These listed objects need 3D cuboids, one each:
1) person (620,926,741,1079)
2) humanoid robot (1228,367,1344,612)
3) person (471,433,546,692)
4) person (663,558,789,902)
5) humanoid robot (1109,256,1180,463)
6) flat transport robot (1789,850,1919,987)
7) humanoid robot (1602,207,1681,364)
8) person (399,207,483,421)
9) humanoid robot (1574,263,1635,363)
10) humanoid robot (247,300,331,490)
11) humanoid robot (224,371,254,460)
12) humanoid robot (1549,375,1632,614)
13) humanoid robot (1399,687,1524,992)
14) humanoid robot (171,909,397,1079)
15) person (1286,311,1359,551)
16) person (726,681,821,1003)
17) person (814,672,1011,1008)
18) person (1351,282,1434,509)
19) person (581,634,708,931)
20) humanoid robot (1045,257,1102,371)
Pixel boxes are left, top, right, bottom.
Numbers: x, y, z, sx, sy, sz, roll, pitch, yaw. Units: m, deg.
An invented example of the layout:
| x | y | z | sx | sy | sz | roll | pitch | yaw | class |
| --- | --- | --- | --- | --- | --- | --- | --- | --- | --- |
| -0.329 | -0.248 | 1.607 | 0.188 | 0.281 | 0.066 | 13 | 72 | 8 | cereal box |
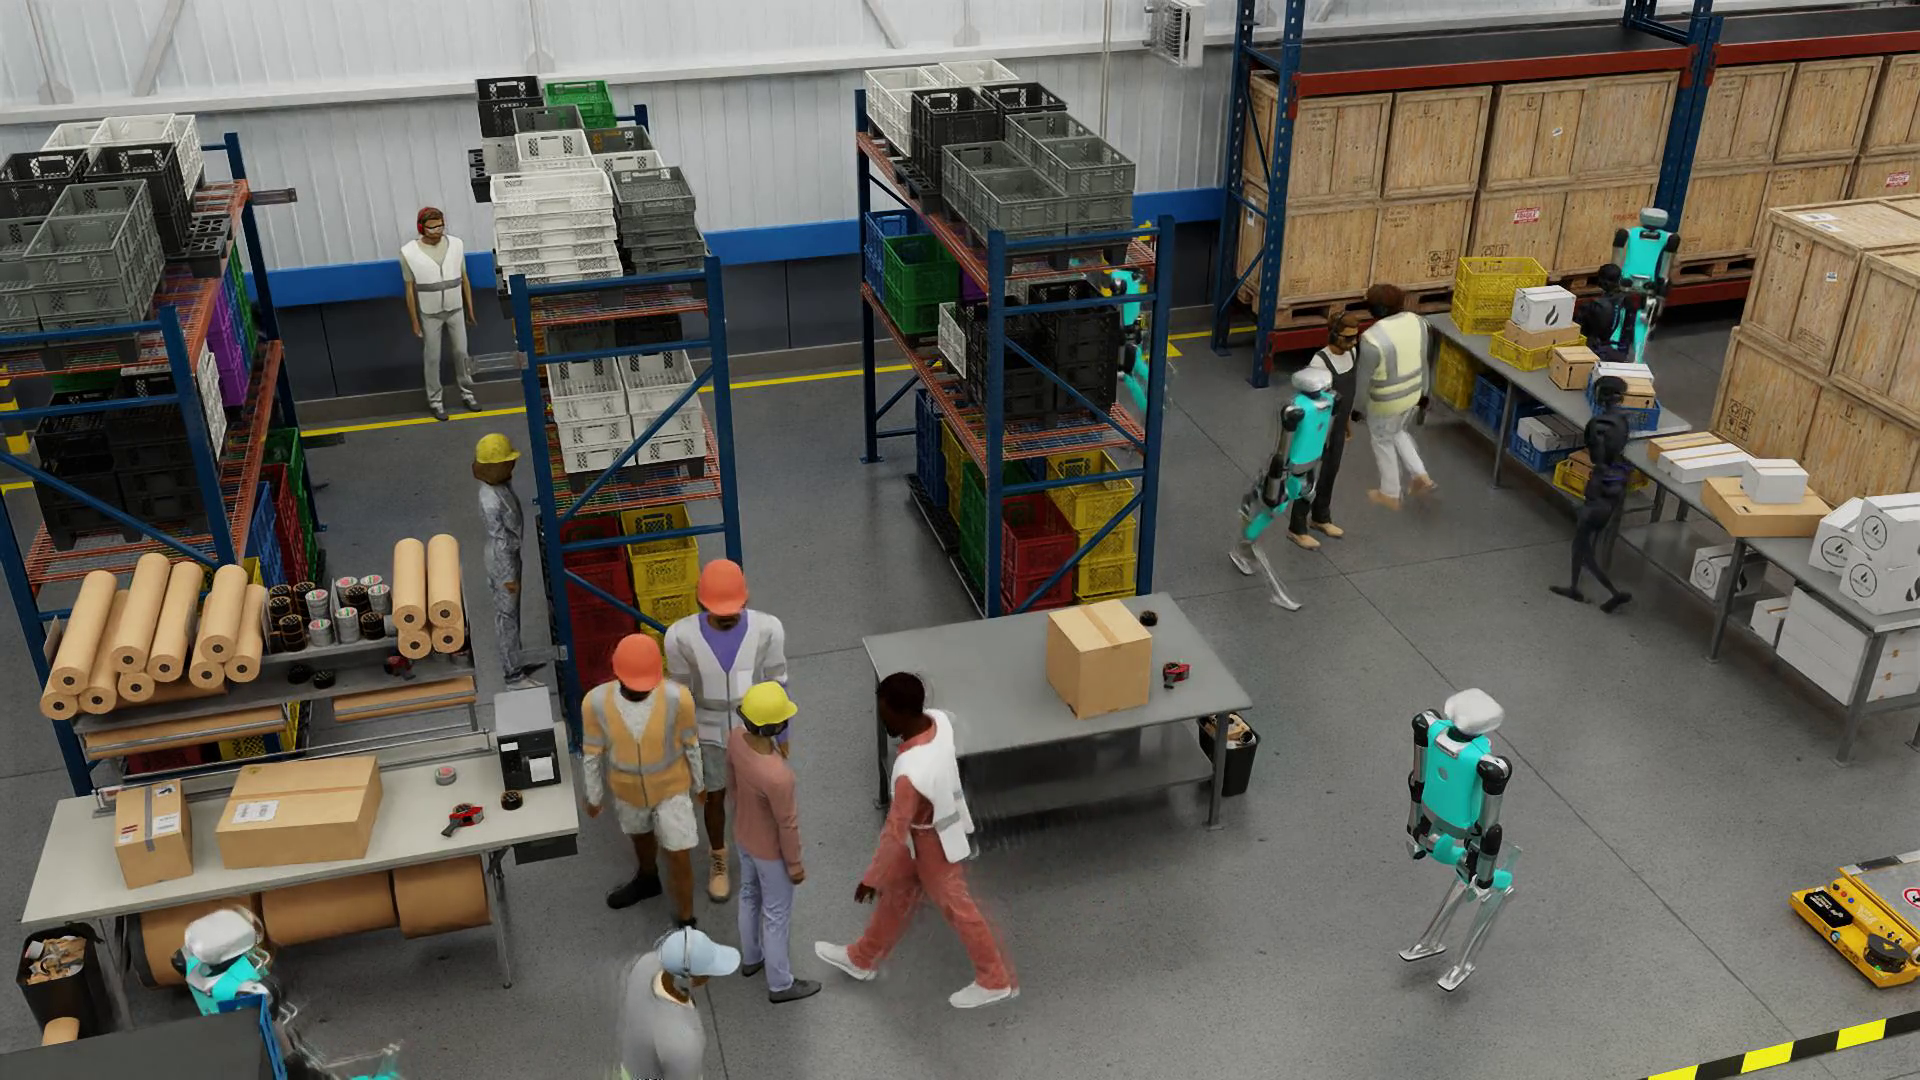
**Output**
| x | y | z | sx | sy | sz | roll | pitch | yaw | class |
| --- | --- | --- | --- | --- | --- | --- | --- | --- | --- |
| -1.126 | 2.235 | 6.534 | 0.869 | 1.776 | 0.613 | -16 | 33 | -27 | person |
| 2.102 | -0.439 | 11.477 | 0.550 | 1.766 | 0.968 | -22 | 36 | -35 | humanoid robot |
| -2.811 | 0.134 | 10.383 | 0.298 | 1.744 | 0.483 | -6 | 29 | -10 | person |
| -1.177 | 0.977 | 8.550 | 0.609 | 2.036 | 0.394 | -5 | 29 | -9 | person |
| 1.498 | -1.455 | 13.281 | 0.668 | 1.795 | 0.535 | 10 | 30 | 17 | humanoid robot |
| 5.163 | 1.916 | 8.676 | 1.431 | 0.231 | 0.659 | -8 | 30 | -14 | flat transport robot |
| 5.683 | -1.786 | 13.979 | 0.558 | 1.865 | 0.841 | 4 | 29 | 8 | humanoid robot |
| -4.383 | -1.930 | 14.049 | 0.563 | 1.836 | 0.390 | -22 | 35 | -34 | person |
| 5.081 | -1.433 | 13.318 | 0.586 | 1.633 | 0.642 | -8 | 30 | -15 | humanoid robot |
| -5.211 | -1.039 | 12.606 | 0.630 | 1.630 | 0.592 | -12 | 31 | -21 | humanoid robot |
| -5.612 | -1.132 | 12.772 | 0.388 | 1.644 | 0.599 | 1 | 29 | 1 | humanoid robot |
| 4.411 | -0.290 | 11.266 | 0.576 | 1.643 | 0.626 | 19 | 34 | 31 | humanoid robot |
| 2.483 | 1.395 | 7.964 | 0.735 | 1.672 | 0.533 | -17 | 33 | -28 | humanoid robot |
| -2.671 | 2.132 | 6.727 | 0.554 | 1.732 | 0.969 | 18 | 33 | 29 | humanoid robot |
| 2.645 | -0.795 | 11.989 | 0.331 | 1.836 | 0.505 | 25 | 37 | 38 | person |
| -0.907 | 1.435 | 7.993 | 0.327 | 1.767 | 0.528 | -19 | 34 | -31 | person |
| -0.224 | 1.442 | 7.884 | 1.024 | 1.852 | 0.619 | 3 | 29 | 5 | person |
| 3.224 | -1.042 | 12.467 | 0.649 | 1.803 | 0.570 | -23 | 36 | -35 | person |
| -1.585 | 1.221 | 8.274 | 0.612 | 1.889 | 0.703 | 0 | 29 | 0 | person |
| 1.068 | -1.954 | 14.254 | 0.569 | 1.806 | 0.892 | 22 | 36 | 35 | humanoid robot |
